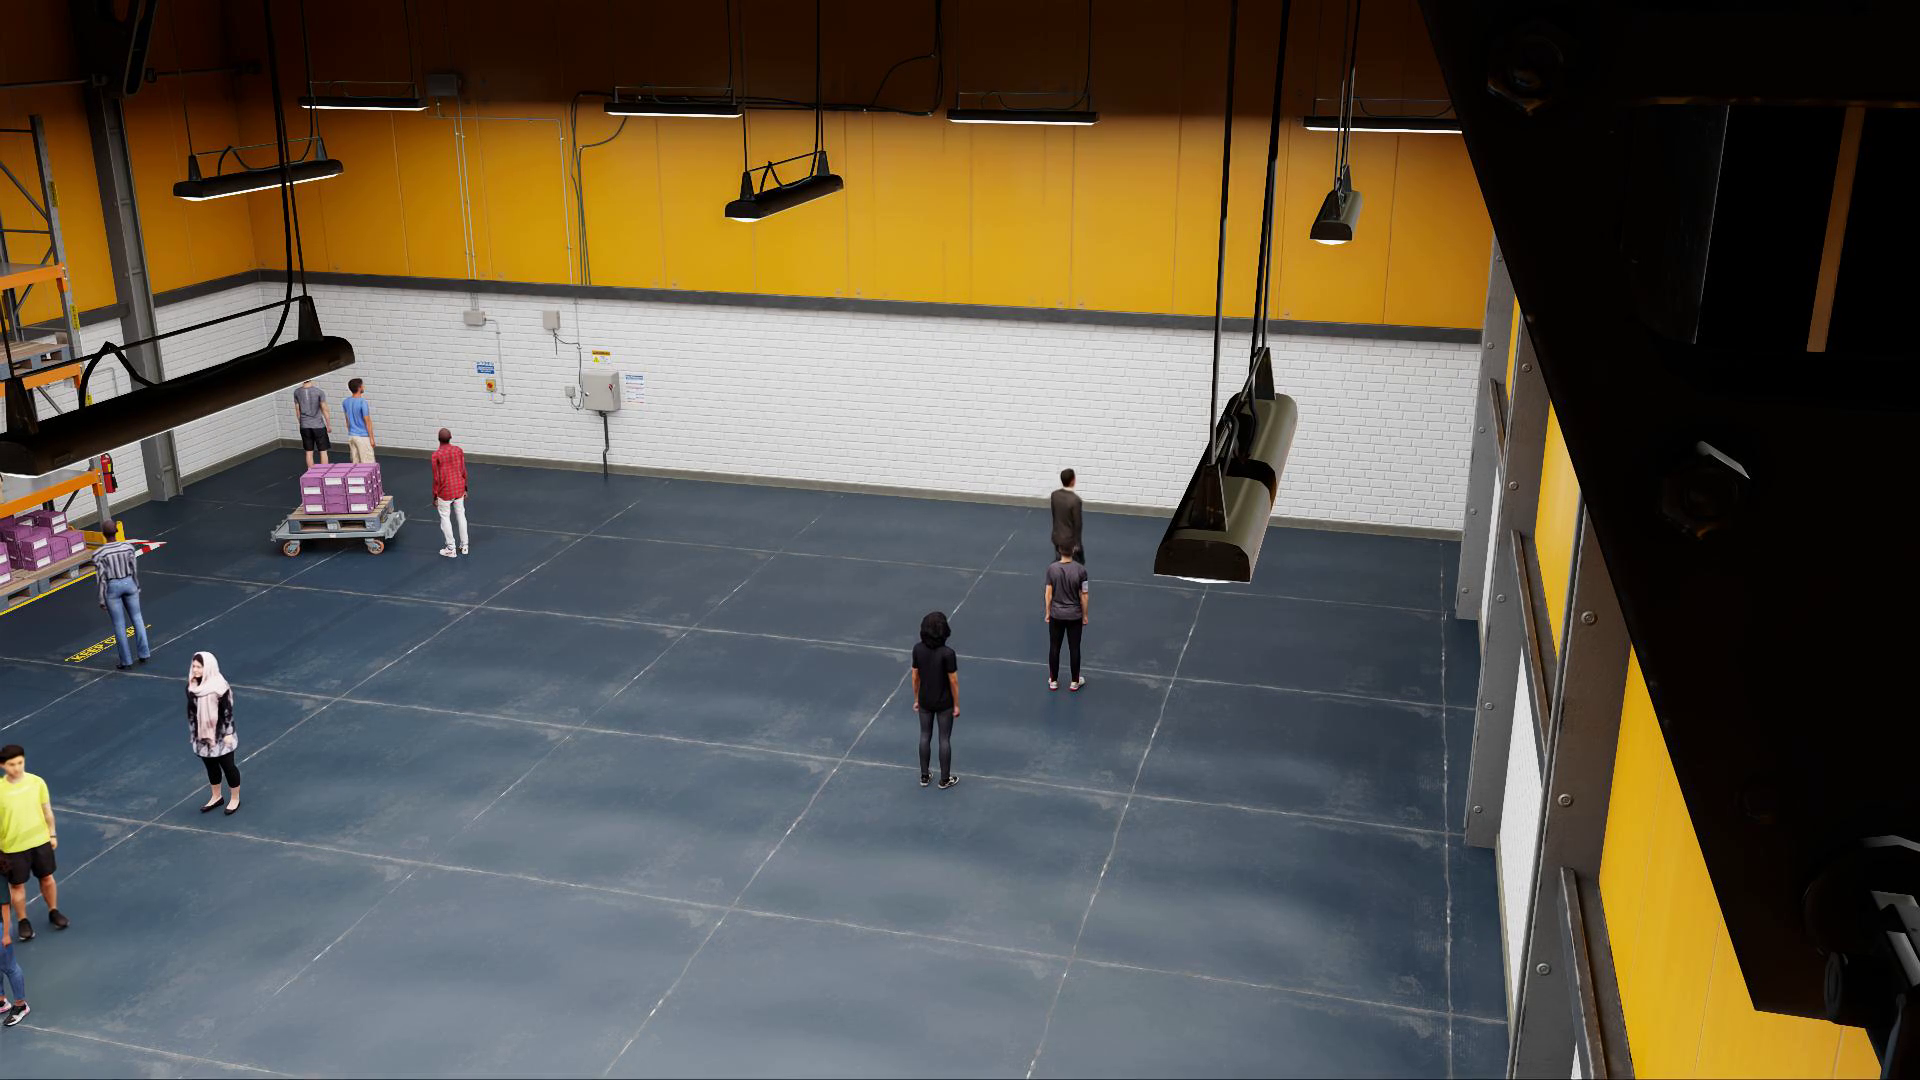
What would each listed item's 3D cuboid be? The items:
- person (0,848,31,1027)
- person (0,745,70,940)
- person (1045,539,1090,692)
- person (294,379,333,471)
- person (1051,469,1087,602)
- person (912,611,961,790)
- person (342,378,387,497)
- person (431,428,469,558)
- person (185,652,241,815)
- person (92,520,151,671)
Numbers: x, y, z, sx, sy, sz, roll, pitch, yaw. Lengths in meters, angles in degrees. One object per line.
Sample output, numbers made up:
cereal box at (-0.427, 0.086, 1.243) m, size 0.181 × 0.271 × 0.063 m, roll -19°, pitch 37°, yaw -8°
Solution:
person at (-7.380, 2.920, 12.658) m, size 0.598 × 1.617 × 0.592 m, roll 6°, pitch 19°, yaw 17°
person at (-7.787, 2.478, 13.828) m, size 0.655 × 1.708 × 0.757 m, roll -16°, pitch 24°, yaw -39°
person at (1.182, 0.832, 18.627) m, size 0.654 × 1.764 × 0.553 m, roll 3°, pitch 19°, yaw 10°
person at (-10.234, -1.803, 26.284) m, size 0.712 × 1.871 × 0.636 m, roll 0°, pitch 19°, yaw 0°
person at (1.290, -0.014, 21.097) m, size 0.787 × 1.790 × 0.785 m, roll 16°, pitch 25°, yaw 40°
person at (-0.245, 1.562, 16.349) m, size 0.665 × 1.835 × 0.564 m, roll 8°, pitch 20°, yaw 21°
person at (-9.242, -1.575, 25.622) m, size 0.689 × 1.862 × 0.609 m, roll 9°, pitch 20°, yaw 24°
person at (-7.062, -0.679, 23.028) m, size 0.701 × 1.820 × 0.819 m, roll -17°, pitch 25°, yaw -41°
person at (-7.129, 1.823, 15.884) m, size 0.623 × 1.637 × 0.612 m, roll 4°, pitch 19°, yaw 13°
person at (-9.677, 0.625, 19.191) m, size 0.753 × 1.796 × 0.609 m, roll 15°, pitch 24°, yaw 37°
